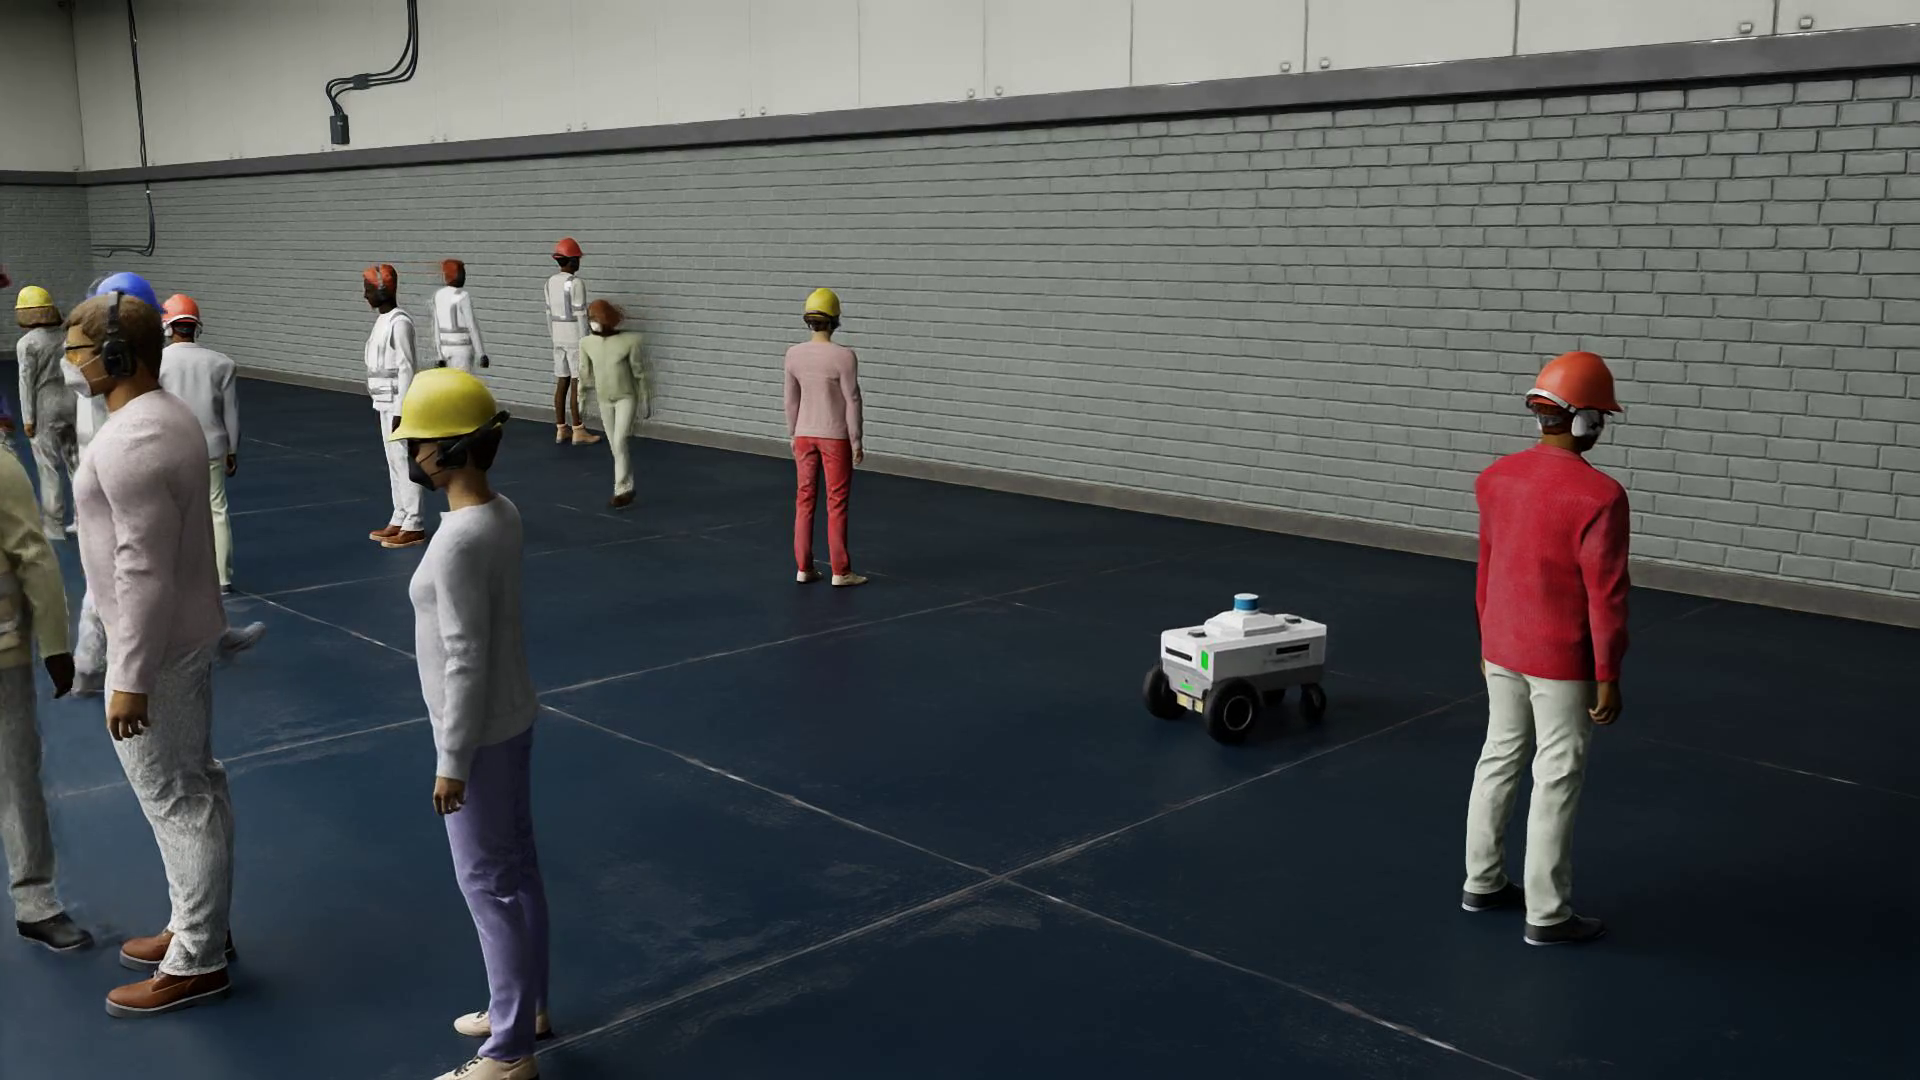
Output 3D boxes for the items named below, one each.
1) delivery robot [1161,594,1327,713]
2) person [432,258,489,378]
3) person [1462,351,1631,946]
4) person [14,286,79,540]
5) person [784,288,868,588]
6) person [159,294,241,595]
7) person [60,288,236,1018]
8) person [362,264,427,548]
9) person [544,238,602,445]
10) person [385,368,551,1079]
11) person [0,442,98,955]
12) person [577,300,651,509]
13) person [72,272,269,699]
[{"bbox_3d":[1.211,0.472,7.068,0.707,0.478,0.477,-6,12,-29],"label":"delivery robot"},{"bbox_3d":[-5.021,-1.874,16.568,0.583,1.856,0.833,9,14,41],"label":"person"},{"bbox_3d":[1.760,0.316,4.933,0.350,1.743,0.568,-4,11,-23],"label":"person"},{"bbox_3d":[-6.250,-0.865,11.408,0.319,1.737,0.484,3,11,15],"label":"person"},{"bbox_3d":[-0.795,-0.598,9.846,0.532,1.772,0.300,6,12,29],"label":"person"},{"bbox_3d":[-4.424,-0.529,9.548,0.568,1.746,0.343,-9,14,-41],"label":"person"},{"bbox_3d":[-2.171,0.303,4.472,0.373,1.940,0.628,-3,11,-17],"label":"person"},{"bbox_3d":[-3.794,-0.895,11.143,0.354,1.886,0.573,-6,12,-30],"label":"person"},{"bbox_3d":[-3.867,-1.973,16.584,0.611,2.048,0.364,9,14,41],"label":"person"},{"bbox_3d":[-1.192,0.467,4.052,0.317,1.766,0.533,-1,10,-4],"label":"person"},{"bbox_3d":[-2.845,0.341,4.717,0.686,1.781,0.407,-1,10,-3],"label":"person"},{"bbox_3d":[-2.631,-1.020,12.622,0.521,1.591,0.765,3,11,16],"label":"person"},{"bbox_3d":[-3.688,-0.260,7.632,0.944,1.901,0.629,-8,13,-36],"label":"person"}]
